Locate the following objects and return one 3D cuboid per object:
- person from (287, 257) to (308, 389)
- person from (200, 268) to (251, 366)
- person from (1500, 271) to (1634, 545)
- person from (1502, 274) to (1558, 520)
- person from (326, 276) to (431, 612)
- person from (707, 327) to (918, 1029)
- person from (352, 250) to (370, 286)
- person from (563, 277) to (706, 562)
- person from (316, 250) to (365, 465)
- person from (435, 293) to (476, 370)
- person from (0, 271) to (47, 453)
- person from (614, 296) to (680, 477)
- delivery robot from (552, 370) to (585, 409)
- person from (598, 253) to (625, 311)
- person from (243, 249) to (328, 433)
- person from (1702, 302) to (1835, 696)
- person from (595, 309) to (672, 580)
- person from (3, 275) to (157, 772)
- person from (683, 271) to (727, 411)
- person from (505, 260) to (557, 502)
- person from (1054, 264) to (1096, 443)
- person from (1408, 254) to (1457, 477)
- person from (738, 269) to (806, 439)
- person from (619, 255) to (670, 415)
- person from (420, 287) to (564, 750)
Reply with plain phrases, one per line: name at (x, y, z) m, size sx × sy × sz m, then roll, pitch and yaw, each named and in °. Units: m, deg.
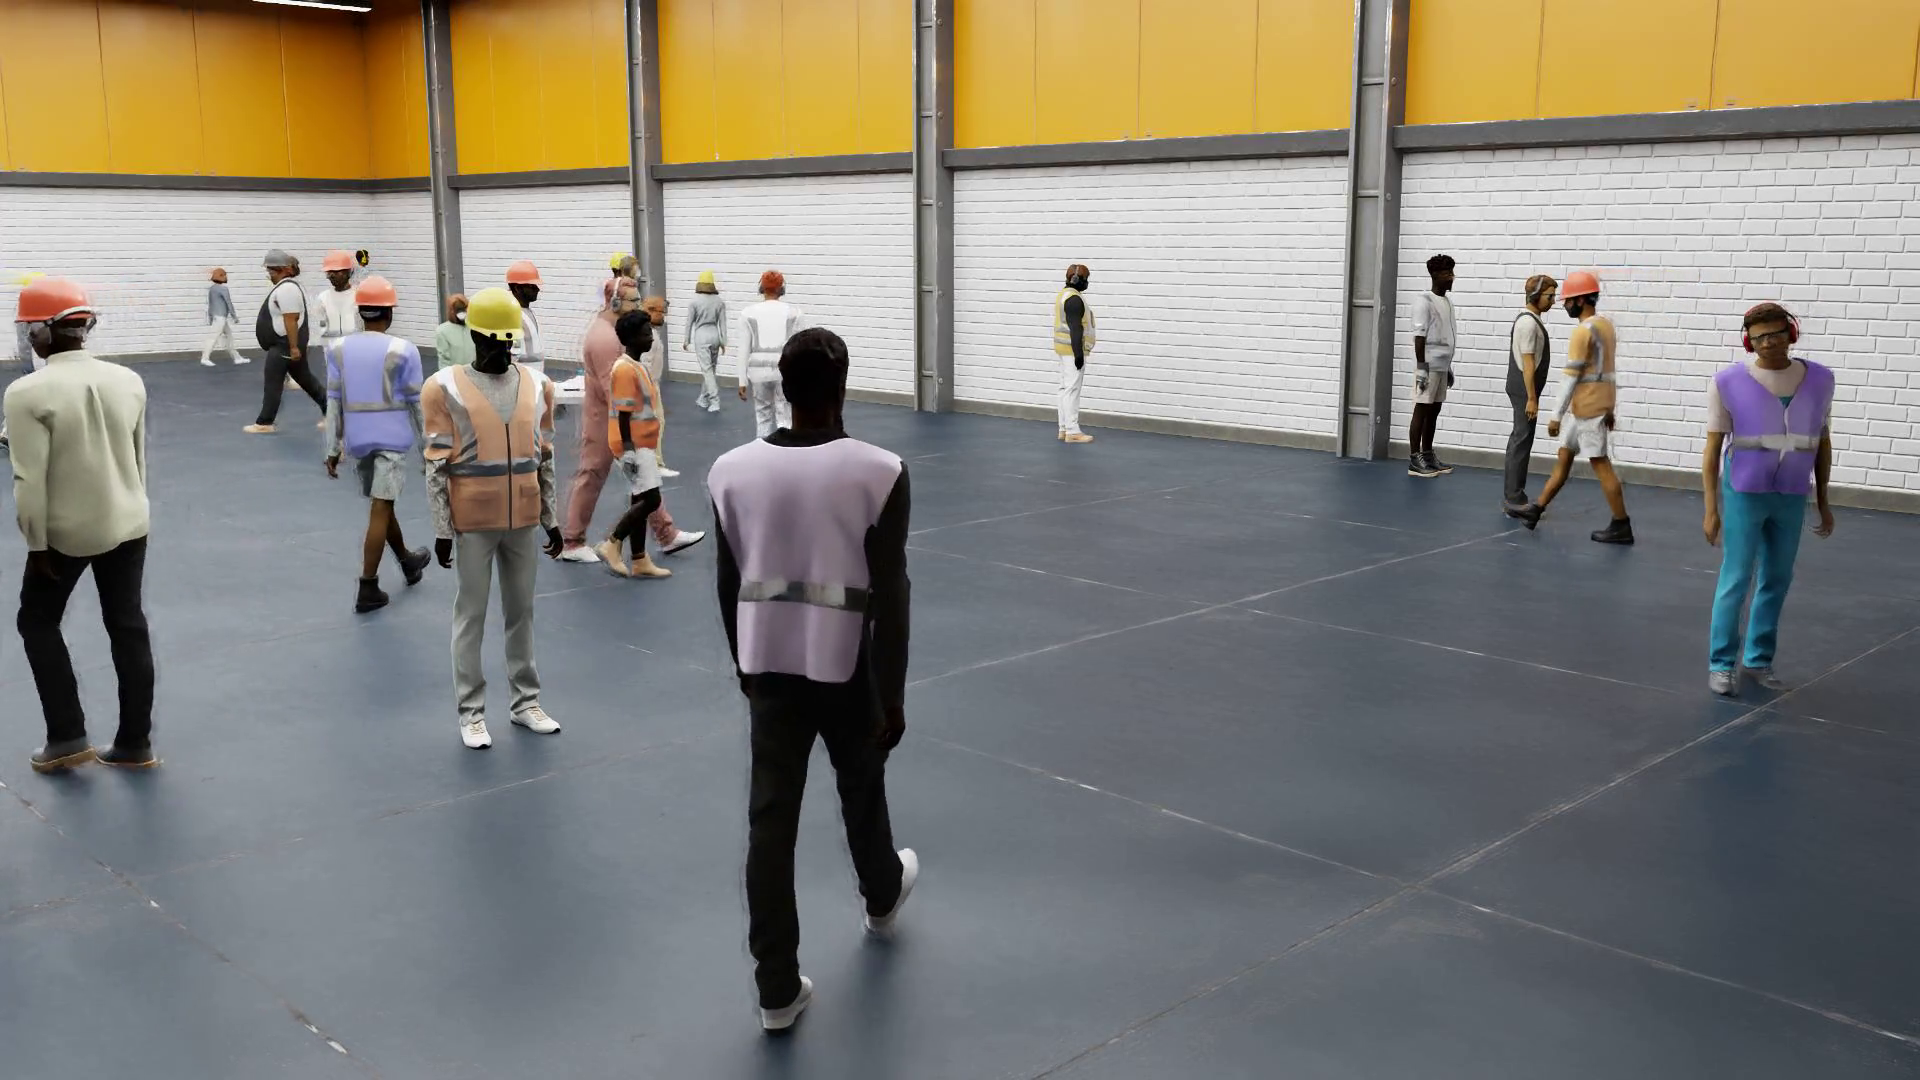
person at (-9.294, -3.017, 23.157) m, size 0.429 × 1.840 × 0.647 m, roll -3°, pitch 11°, yaw -18°
person at (-12.174, -3.664, 27.372) m, size 0.497 × 1.594 × 0.870 m, roll 9°, pitch 14°, yaw 42°
person at (4.290, -0.923, 11.617) m, size 1.011 × 1.875 × 0.560 m, roll 8°, pitch 13°, yaw 37°
person at (4.307, -1.080, 12.587) m, size 0.344 × 1.839 × 0.504 m, roll 3°, pitch 11°, yaw 14°
person at (-3.337, -0.584, 9.725) m, size 0.570 × 1.886 × 0.996 m, roll 2°, pitch 11°, yaw 10°
person at (-0.391, 0.346, 4.718) m, size 0.600 × 1.866 × 0.998 m, roll 3°, pitch 11°, yaw 14°
person at (-10.712, -4.282, 29.963) m, size 0.512 × 1.872 × 0.328 m, roll 8°, pitch 13°, yaw 36°
person at (-2.168, -0.769, 10.839) m, size 0.968 × 1.854 × 0.680 m, roll 0°, pitch 10°, yaw 0°
person at (-5.786, -1.754, 15.840) m, size 0.626 × 2.006 × 1.015 m, roll 1°, pitch 10°, yaw 4°
person at (-4.532, -1.456, 15.256) m, size 0.515 × 1.613 × 0.419 m, roll -5°, pitch 12°, yaw -27°
person at (-8.973, -1.714, 16.163) m, size 0.889 × 1.796 × 0.598 m, roll -9°, pitch 13°, yaw -39°
person at (-2.806, -1.343, 14.635) m, size 0.572 × 1.605 × 0.549 m, roll -1°, pitch 10°, yaw -5°
delivery robot at (-4.415, -1.744, 19.454) m, size 0.707 × 0.478 × 0.477 m, roll -2°, pitch 11°, yaw -11°
person at (-4.220, -2.621, 20.830) m, size 0.402 × 1.913 × 0.660 m, roll 6°, pitch 12°, yaw 31°
person at (-7.287, -2.200, 18.141) m, size 1.010 × 2.000 × 0.694 m, roll -3°, pitch 11°, yaw -17°
person at (3.746, -0.177, 7.776) m, size 0.591 × 1.842 × 0.381 m, roll 0°, pitch 10°, yaw -1°
person at (-1.982, -0.571, 10.200) m, size 0.369 × 1.686 × 0.550 m, roll 0°, pitch 10°, yaw 0°
person at (-3.497, -0.045, 6.586) m, size 0.602 × 1.977 × 0.625 m, roll 6°, pitch 12°, yaw 29°
person at (-3.100, -2.433, 20.350) m, size 0.489 × 1.697 × 0.904 m, roll -7°, pitch 13°, yaw -34°
person at (-3.369, -1.198, 12.957) m, size 0.357 × 1.937 × 0.551 m, roll 0°, pitch 10°, yaw 2°
person at (1.191, -1.932, 17.246) m, size 0.429 × 1.837 × 0.621 m, roll -1°, pitch 10°, yaw -7°
person at (4.223, -1.553, 14.815) m, size 0.366 × 1.967 × 0.602 m, roll 9°, pitch 14°, yaw 40°
person at (-1.599, -1.391, 14.250) m, size 0.613 × 1.857 × 0.754 m, roll 0°, pitch 10°, yaw -1°
person at (-3.961, -2.395, 19.588) m, size 0.936 × 1.908 × 0.641 m, roll 0°, pitch 10°, yaw -2°
person at (-1.942, -0.096, 7.001) m, size 0.585 × 1.919 × 0.374 m, roll -9°, pitch 14°, yaw -41°
